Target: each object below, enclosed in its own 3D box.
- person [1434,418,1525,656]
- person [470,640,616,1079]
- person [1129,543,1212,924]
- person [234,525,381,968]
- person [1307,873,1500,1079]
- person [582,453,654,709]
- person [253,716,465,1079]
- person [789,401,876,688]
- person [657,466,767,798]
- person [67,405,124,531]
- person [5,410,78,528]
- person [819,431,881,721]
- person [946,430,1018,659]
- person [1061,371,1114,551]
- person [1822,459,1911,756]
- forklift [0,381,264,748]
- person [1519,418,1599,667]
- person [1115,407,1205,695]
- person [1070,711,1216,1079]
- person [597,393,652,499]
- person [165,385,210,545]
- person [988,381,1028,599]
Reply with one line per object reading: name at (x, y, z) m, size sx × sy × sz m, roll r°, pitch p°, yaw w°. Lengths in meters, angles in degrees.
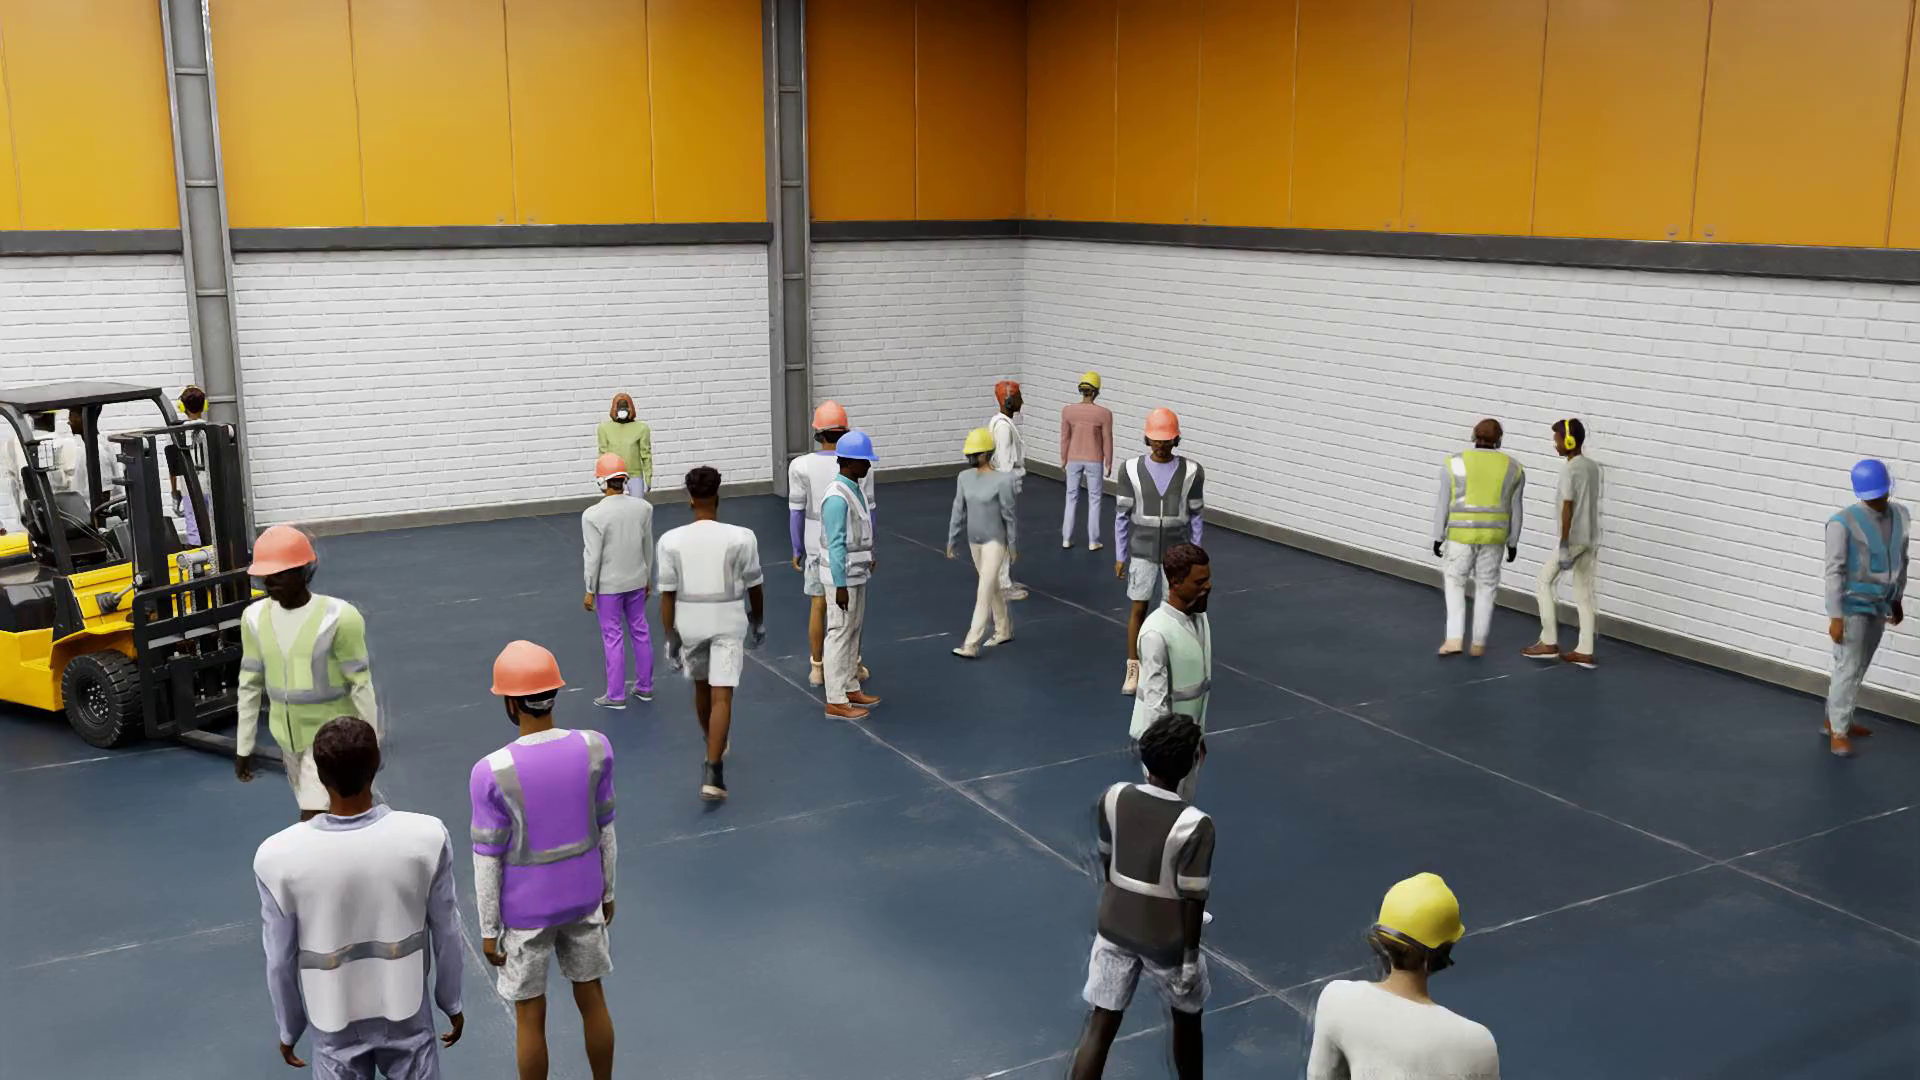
person at (3.907, -0.005, 12.536) m, size 0.630 × 1.812 × 0.569 m, roll 2°, pitch 12°, yaw 9°
person at (-1.520, 1.310, 6.094) m, size 0.547 × 1.929 × 0.388 m, roll -9°, pitch 15°, yaw -35°
person at (0.998, 0.945, 7.822) m, size 0.375 × 1.917 × 0.598 m, roll 6°, pitch 13°, yaw 26°
person at (-3.072, 0.934, 7.648) m, size 0.627 × 2.004 × 0.903 m, roll 4°, pitch 13°, yaw 17°
person at (1.234, 1.741, 4.572) m, size 0.953 × 1.715 × 0.525 m, roll -10°, pitch 15°, yaw -38°
person at (-2.345, 0.274, 11.355) m, size 0.341 × 1.750 × 0.565 m, roll 11°, pitch 16°, yaw 41°
person at (-1.875, 1.486, 5.278) m, size 0.591 × 1.922 × 0.392 m, roll -4°, pitch 13°, yaw -20°
person at (-0.893, 0.038, 11.771) m, size 0.614 × 2.046 × 0.366 m, roll 1°, pitch 12°, yaw 3°
person at (-1.479, 0.528, 9.824) m, size 0.605 × 1.916 × 1.043 m, roll 1°, pitch 12°, yaw 6°
person at (-6.679, -0.163, 12.904) m, size 0.365 × 1.965 × 0.608 m, roll -6°, pitch 14°, yaw -27°
person at (-7.344, -0.251, 13.447) m, size 0.609 × 1.913 × 0.477 m, roll -1°, pitch 12°, yaw -3°
person at (-0.737, 0.234, 11.111) m, size 0.415 × 1.939 × 0.605 m, roll 2°, pitch 12°, yaw 10°
person at (0.135, 0.029, 12.572) m, size 0.545 × 1.721 × 0.875 m, roll 11°, pitch 16°, yaw 43°
person at (1.242, -0.766, 16.241) m, size 0.531 × 1.754 × 0.342 m, roll 4°, pitch 13°, yaw 19°
person at (5.631, 0.403, 10.433) m, size 0.684 × 1.896 × 0.512 m, roll -5°, pitch 13°, yaw -22°
forklift at (-5.853, 0.085, 11.199) m, size 2.313 × 2.155 × 1.214 m, roll 7°, pitch 14°, yaw 28°
person at (4.523, 0.007, 12.399) m, size 0.589 × 1.840 × 0.681 m, roll -10°, pitch 15°, yaw -38°
person at (1.382, 0.089, 11.544) m, size 0.615 × 2.038 × 0.395 m, roll 1°, pitch 12°, yaw 4°
person at (0.651, 1.453, 6.069) m, size 0.540 × 1.653 × 0.845 m, roll 10°, pitch 16°, yaw 40°
person at (-3.143, -0.574, 15.638) m, size 0.503 × 1.630 × 0.274 m, roll 0°, pitch 12°, yaw -1°
person at (-6.458, -0.387, 14.203) m, size 0.509 × 1.864 × 0.332 m, roll -7°, pitch 14°, yaw -29°
person at (0.403, -0.436, 14.375) m, size 0.355 × 1.884 × 0.573 m, roll -1°, pitch 12°, yaw -4°
